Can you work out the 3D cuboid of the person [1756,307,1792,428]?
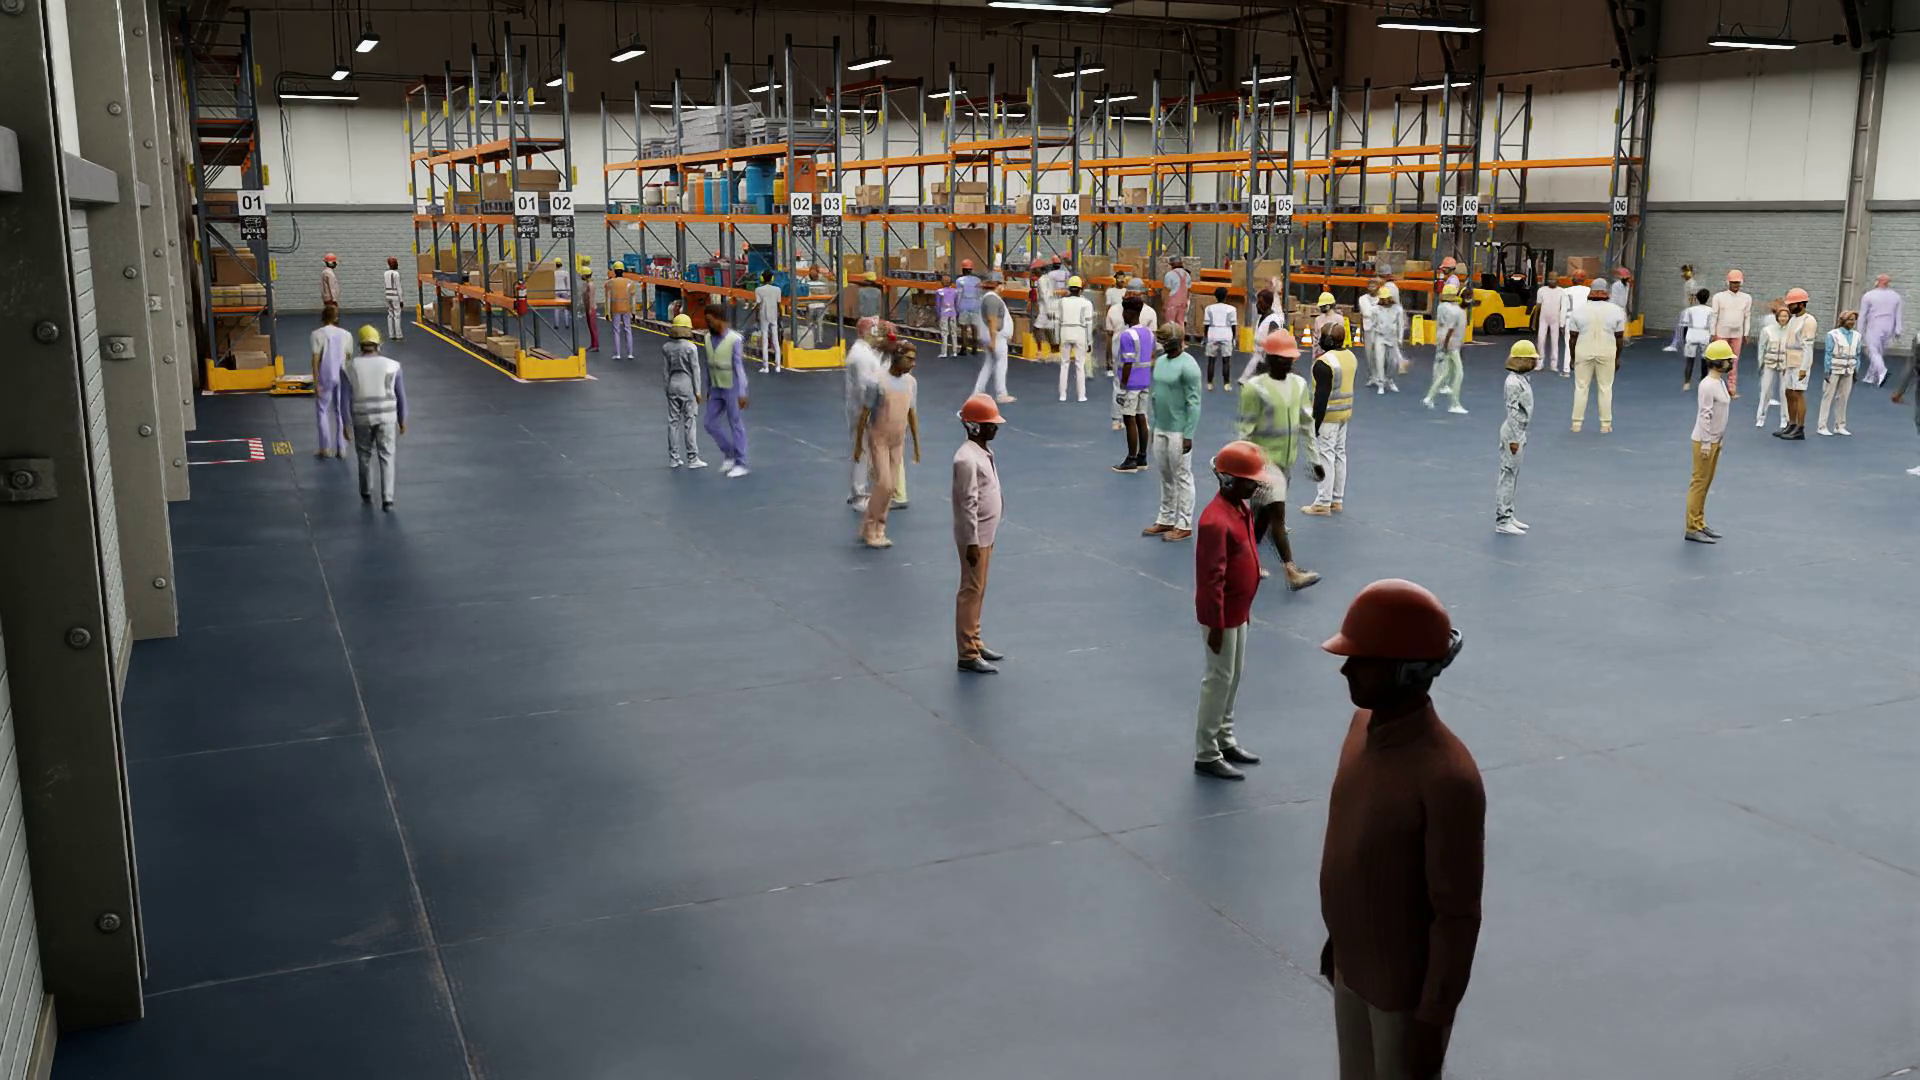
[{"bbox_3d":[11.002,-2.316,22.354,0.516,1.630,0.315,7,13,31],"label":"person"}]

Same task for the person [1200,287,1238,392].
[{"bbox_3d":[4.199,-3.251,26.951,0.586,1.688,0.417,2,11,10],"label":"person"}]

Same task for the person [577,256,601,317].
[{"bbox_3d":[-10.346,-7.003,45.994,0.856,1.683,0.504,-4,12,-17],"label":"person"}]

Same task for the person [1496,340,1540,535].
[{"bbox_3d":[5.040,-0.931,15.022,0.297,1.744,0.487,5,12,25],"label":"person"}]

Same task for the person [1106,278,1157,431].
[{"bbox_3d":[2.296,-2.472,22.096,0.684,2.000,0.536,4,12,20],"label":"person"}]

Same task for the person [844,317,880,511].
[{"bbox_3d":[-0.930,-1.204,16.099,0.423,1.879,0.688,0,11,0],"label":"person"}]

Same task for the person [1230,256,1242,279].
[{"bbox_3d":[8.209,-7.590,49.144,0.497,1.632,0.289,1,11,7],"label":"person"}]

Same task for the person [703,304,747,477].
[{"bbox_3d":[-2.547,-1.633,18.249,0.715,1.892,0.452,9,15,40],"label":"person"}]

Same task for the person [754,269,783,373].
[{"bbox_3d":[-3.466,-3.956,30.085,0.535,1.864,0.309,-5,12,-23],"label":"person"}]

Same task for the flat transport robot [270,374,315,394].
[{"bbox_3d":[-10.707,-2.527,26.884,0.652,0.197,1.431,-3,12,-14],"label":"flat transport robot"}]

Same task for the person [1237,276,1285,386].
[{"bbox_3d":[5.061,-3.397,27.283,1.014,1.860,0.637,2,11,11],"label":"person"}]

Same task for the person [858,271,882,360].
[{"bbox_3d":[-1.790,-4.425,32.766,0.514,1.746,0.699,-3,12,-17],"label":"person"}]

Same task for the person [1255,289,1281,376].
[{"bbox_3d":[3.944,-2.250,21.294,0.386,1.913,0.592,-1,11,-4],"label":"person"}]

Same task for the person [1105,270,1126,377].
[{"bbox_3d":[2.806,-3.823,29.394,0.518,1.873,0.328,-6,12,-26],"label":"person"}]

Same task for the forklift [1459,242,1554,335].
[{"bbox_3d":[13.047,-6.049,39.881,2.313,2.155,1.214,-5,12,-23],"label":"forklift"}]

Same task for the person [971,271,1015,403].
[{"bbox_3d":[0.497,-3.128,25.426,0.651,2.000,0.700,-2,11,-12],"label":"person"}]

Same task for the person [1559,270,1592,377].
[{"bbox_3d":[10.840,-3.803,29.261,0.583,1.883,0.350,1,11,3],"label":"person"}]

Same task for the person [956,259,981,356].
[{"bbox_3d":[0.152,-4.697,33.658,0.552,1.939,0.355,-5,12,-24],"label":"person"}]

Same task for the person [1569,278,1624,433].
[{"bbox_3d":[8.361,-2.433,21.894,0.685,2.000,0.536,4,12,22],"label":"person"}]

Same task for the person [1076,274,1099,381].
[{"bbox_3d":[2.144,-3.651,28.641,0.455,1.819,0.704,5,12,26],"label":"person"}]

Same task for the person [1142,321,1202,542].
[{"bbox_3d":[1.880,-0.952,14.640,0.372,1.936,0.629,-5,12,-24],"label":"person"}]

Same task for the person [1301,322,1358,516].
[{"bbox_3d":[3.524,-1.158,15.922,0.429,1.847,0.627,9,14,38],"label":"person"}]

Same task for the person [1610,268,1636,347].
[{"bbox_3d":[14.241,-5.014,35.901,0.587,1.695,0.942,-6,13,-27],"label":"person"}]

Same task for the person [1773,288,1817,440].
[{"bbox_3d":[10.657,-2.244,21.238,0.391,1.924,0.551,0,11,1],"label":"person"}]

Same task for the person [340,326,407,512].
[{"bbox_3d":[-5.736,-1.199,16.282,0.620,1.777,0.943,-4,12,-21],"label":"person"}]

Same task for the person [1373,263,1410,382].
[{"bbox_3d":[7.287,-3.706,28.364,0.675,2.000,0.695,4,12,20],"label":"person"}]

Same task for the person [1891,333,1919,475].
[{"bbox_3d":[10.658,-1.657,18.316,0.613,1.898,0.501,-5,12,-23],"label":"person"}]

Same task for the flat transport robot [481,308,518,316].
[{"bbox_3d":[-12.929,-6.374,46.436,1.431,0.197,0.652,1,11,6],"label":"flat transport robot"}]

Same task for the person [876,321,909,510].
[{"bbox_3d":[-0.660,-1.223,16.273,0.406,1.835,0.586,-3,12,-16],"label":"person"}]

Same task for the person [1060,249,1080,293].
[{"bbox_3d":[2.506,-5.775,38.904,0.632,2.026,0.686,-4,12,-21],"label":"person"}]

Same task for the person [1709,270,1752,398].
[{"bbox_3d":[12.021,-3.215,25.986,0.609,1.995,0.376,1,11,4],"label":"person"}]

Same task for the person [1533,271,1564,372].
[{"bbox_3d":[10.688,-3.959,30.185,0.530,1.835,0.341,5,12,25],"label":"person"}]

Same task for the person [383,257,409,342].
[{"bbox_3d":[-12.676,-5.384,37.300,0.573,1.883,0.356,9,14,37],"label":"person"}]

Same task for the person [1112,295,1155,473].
[{"bbox_3d":[1.928,-1.735,18.538,0.361,1.963,0.614,7,13,33],"label":"person"}]
